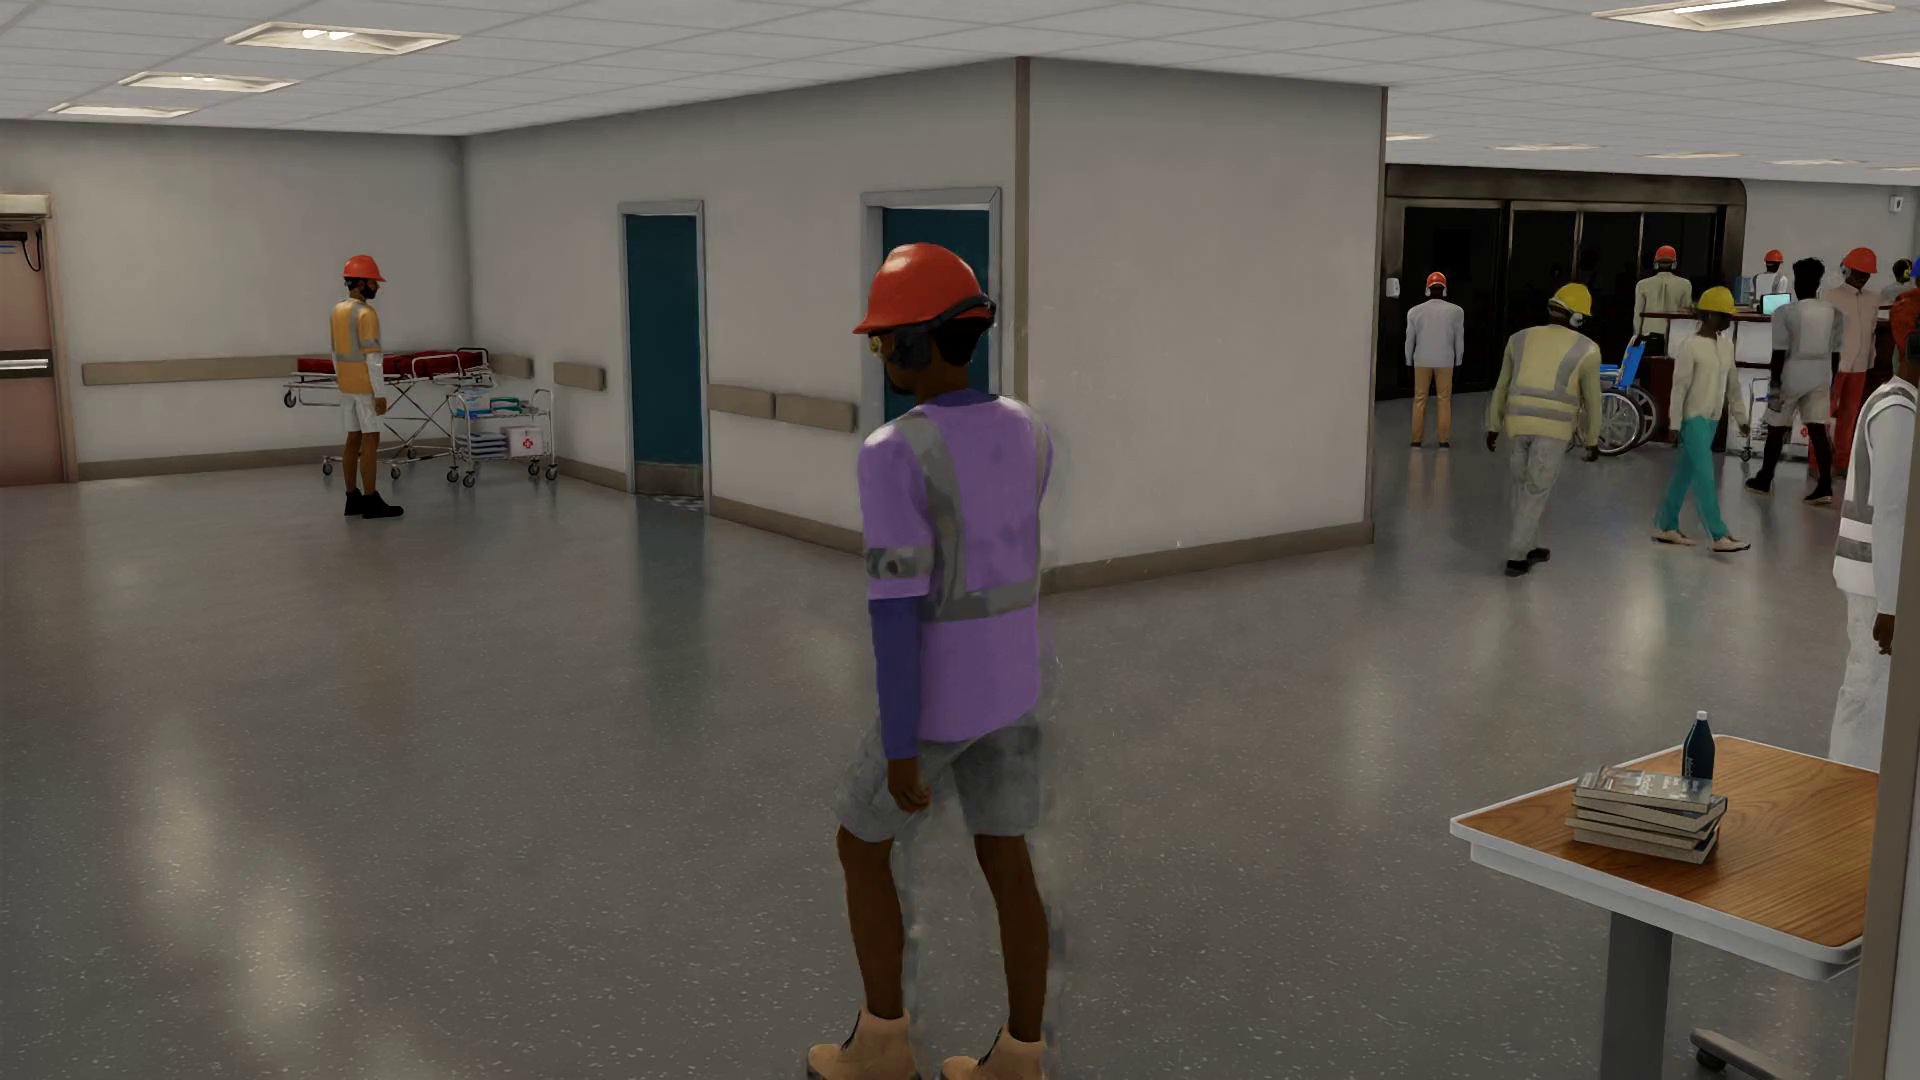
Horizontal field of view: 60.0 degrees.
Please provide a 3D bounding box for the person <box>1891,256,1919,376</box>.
[{"bbox_3d":[7.970,-1.388,13.770,0.423,1.939,0.602,-4,11,-19],"label":"person"}]

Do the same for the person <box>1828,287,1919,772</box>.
[{"bbox_3d":[2.961,0.150,5.284,0.337,1.882,0.584,6,12,29],"label":"person"}]

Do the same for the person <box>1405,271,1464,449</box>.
[{"bbox_3d":[4.679,-1.769,16.425,0.564,1.743,0.352,3,11,18],"label":"person"}]

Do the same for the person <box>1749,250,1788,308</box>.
[{"bbox_3d":[11.653,-3.210,23.997,0.392,1.929,0.546,-7,12,-34],"label":"person"}]

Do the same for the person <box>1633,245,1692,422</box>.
[{"bbox_3d":[7.929,-2.320,18.802,0.608,1.996,0.375,4,11,21],"label":"person"}]

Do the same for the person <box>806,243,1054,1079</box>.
[{"bbox_3d":[-0.068,0.341,3.856,0.740,2.017,0.635,9,14,42],"label":"person"}]

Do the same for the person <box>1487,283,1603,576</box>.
[{"bbox_3d":[3.608,-0.675,10.220,0.610,1.773,0.758,9,14,43],"label":"person"}]

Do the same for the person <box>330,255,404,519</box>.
[{"bbox_3d":[-4.396,-1.128,12.299,0.551,1.933,0.370,9,13,41],"label":"person"}]

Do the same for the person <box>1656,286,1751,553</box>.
[{"bbox_3d":[4.958,-0.778,10.890,0.546,1.731,0.832,-7,12,-33],"label":"person"}]

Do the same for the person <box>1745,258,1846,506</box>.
[{"bbox_3d":[6.594,-1.241,13.003,0.624,1.914,1.025,-1,10,-3],"label":"person"}]

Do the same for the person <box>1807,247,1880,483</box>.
[{"bbox_3d":[7.491,-1.466,14.053,0.611,1.985,0.393,-3,11,-16],"label":"person"}]
